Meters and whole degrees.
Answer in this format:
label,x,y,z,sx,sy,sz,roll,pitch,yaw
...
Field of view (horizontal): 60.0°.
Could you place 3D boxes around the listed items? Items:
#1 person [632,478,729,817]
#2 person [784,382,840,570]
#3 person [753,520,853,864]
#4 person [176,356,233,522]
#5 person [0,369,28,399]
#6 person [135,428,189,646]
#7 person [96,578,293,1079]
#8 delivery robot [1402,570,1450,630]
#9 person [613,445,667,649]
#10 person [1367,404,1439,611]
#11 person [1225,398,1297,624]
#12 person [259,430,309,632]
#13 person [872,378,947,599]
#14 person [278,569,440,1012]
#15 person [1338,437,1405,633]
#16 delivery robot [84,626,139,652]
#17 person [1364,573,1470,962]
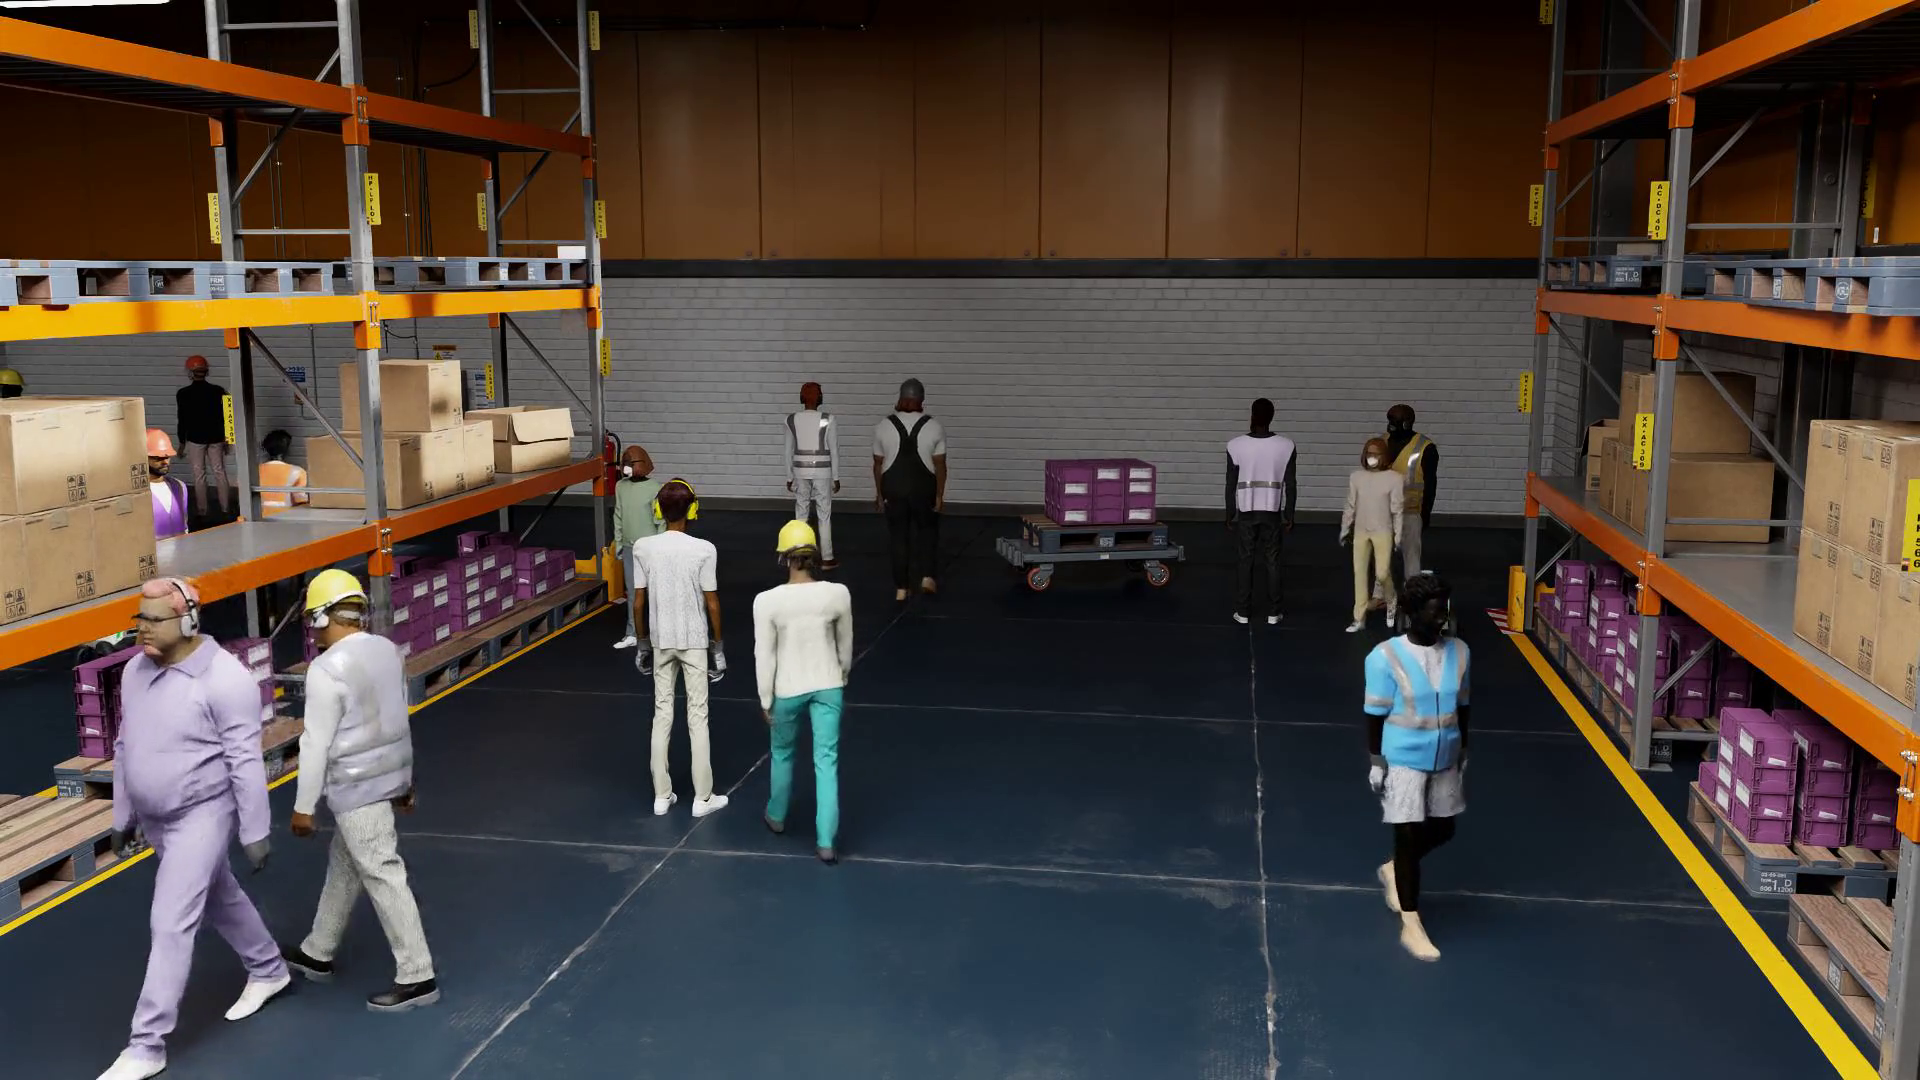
label,x,y,z,sx,sy,sz,roll,pitch,yaw
person,-1.533,0.591,9.138,0.531,1.868,0.318,2,9,12
person,-1.474,-0.638,16.666,0.572,1.883,0.355,2,9,13
person,-0.810,0.751,8.594,0.529,1.729,0.787,-2,9,-14
person,-9.004,-1.194,19.829,0.384,1.985,0.670,7,12,37
person,-10.360,-0.903,18.205,0.627,1.922,0.385,8,12,42
person,-5.411,0.209,11.278,0.359,1.939,0.542,4,10,23
person,-2.958,1.051,6.348,0.657,1.860,0.979,5,11,29
delivery robot,3.784,0.489,13.506,0.477,0.478,0.707,2,10,13
person,-2.517,0.068,13.078,0.501,1.633,0.284,6,11,31
person,3.821,-0.266,14.508,0.633,1.839,0.429,8,12,42
person,2.544,-0.240,14.096,0.597,1.920,0.379,1,9,7
person,-5.691,-0.082,13.892,0.544,1.671,0.495,-1,9,-6
person,-0.458,-0.481,15.217,0.689,2.000,0.542,0,9,3
person,-2.533,1.012,6.823,0.892,1.768,0.586,1,9,4
person,3.406,-0.041,13.776,0.521,1.628,0.427,8,12,41
delivery robot,-6.304,0.659,12.465,0.707,0.478,0.477,8,12,40
person,2.025,0.964,7.410,0.541,1.685,0.649,-3,10,-18
